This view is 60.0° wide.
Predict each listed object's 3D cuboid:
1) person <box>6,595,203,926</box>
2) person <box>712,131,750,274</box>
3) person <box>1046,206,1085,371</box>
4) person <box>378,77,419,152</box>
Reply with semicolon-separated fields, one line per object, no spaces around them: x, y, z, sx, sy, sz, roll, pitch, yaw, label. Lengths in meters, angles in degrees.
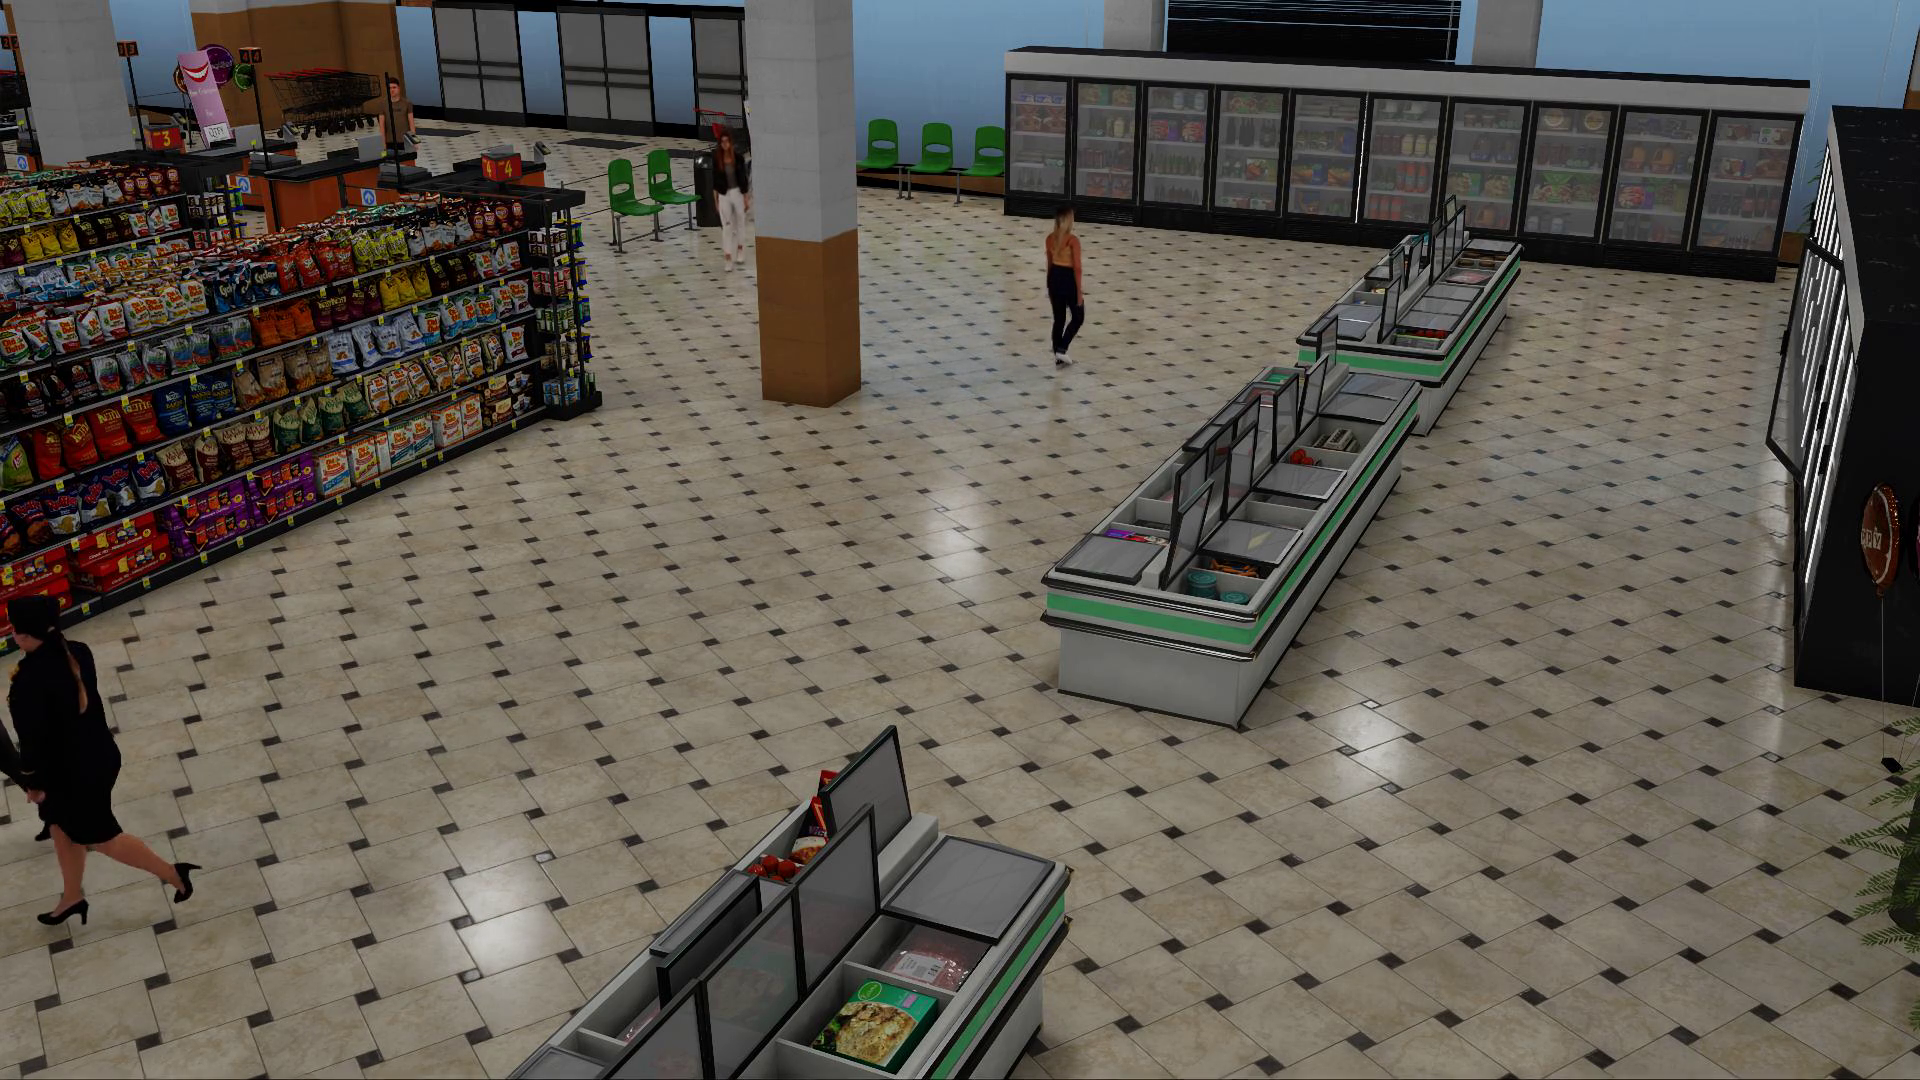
-3.963;1.056;7.603;1.042;1.636;1.072;-2;22;-5;person
-2.821;-4.213;20.676;0.981;1.666;1.181;-3;22;-6;person
0.978;-2.461;16.371;0.646;1.624;0.662;17;27;36;person
-8.308;-5.900;24.627;0.739;1.851;0.795;-7;23;-18;person
